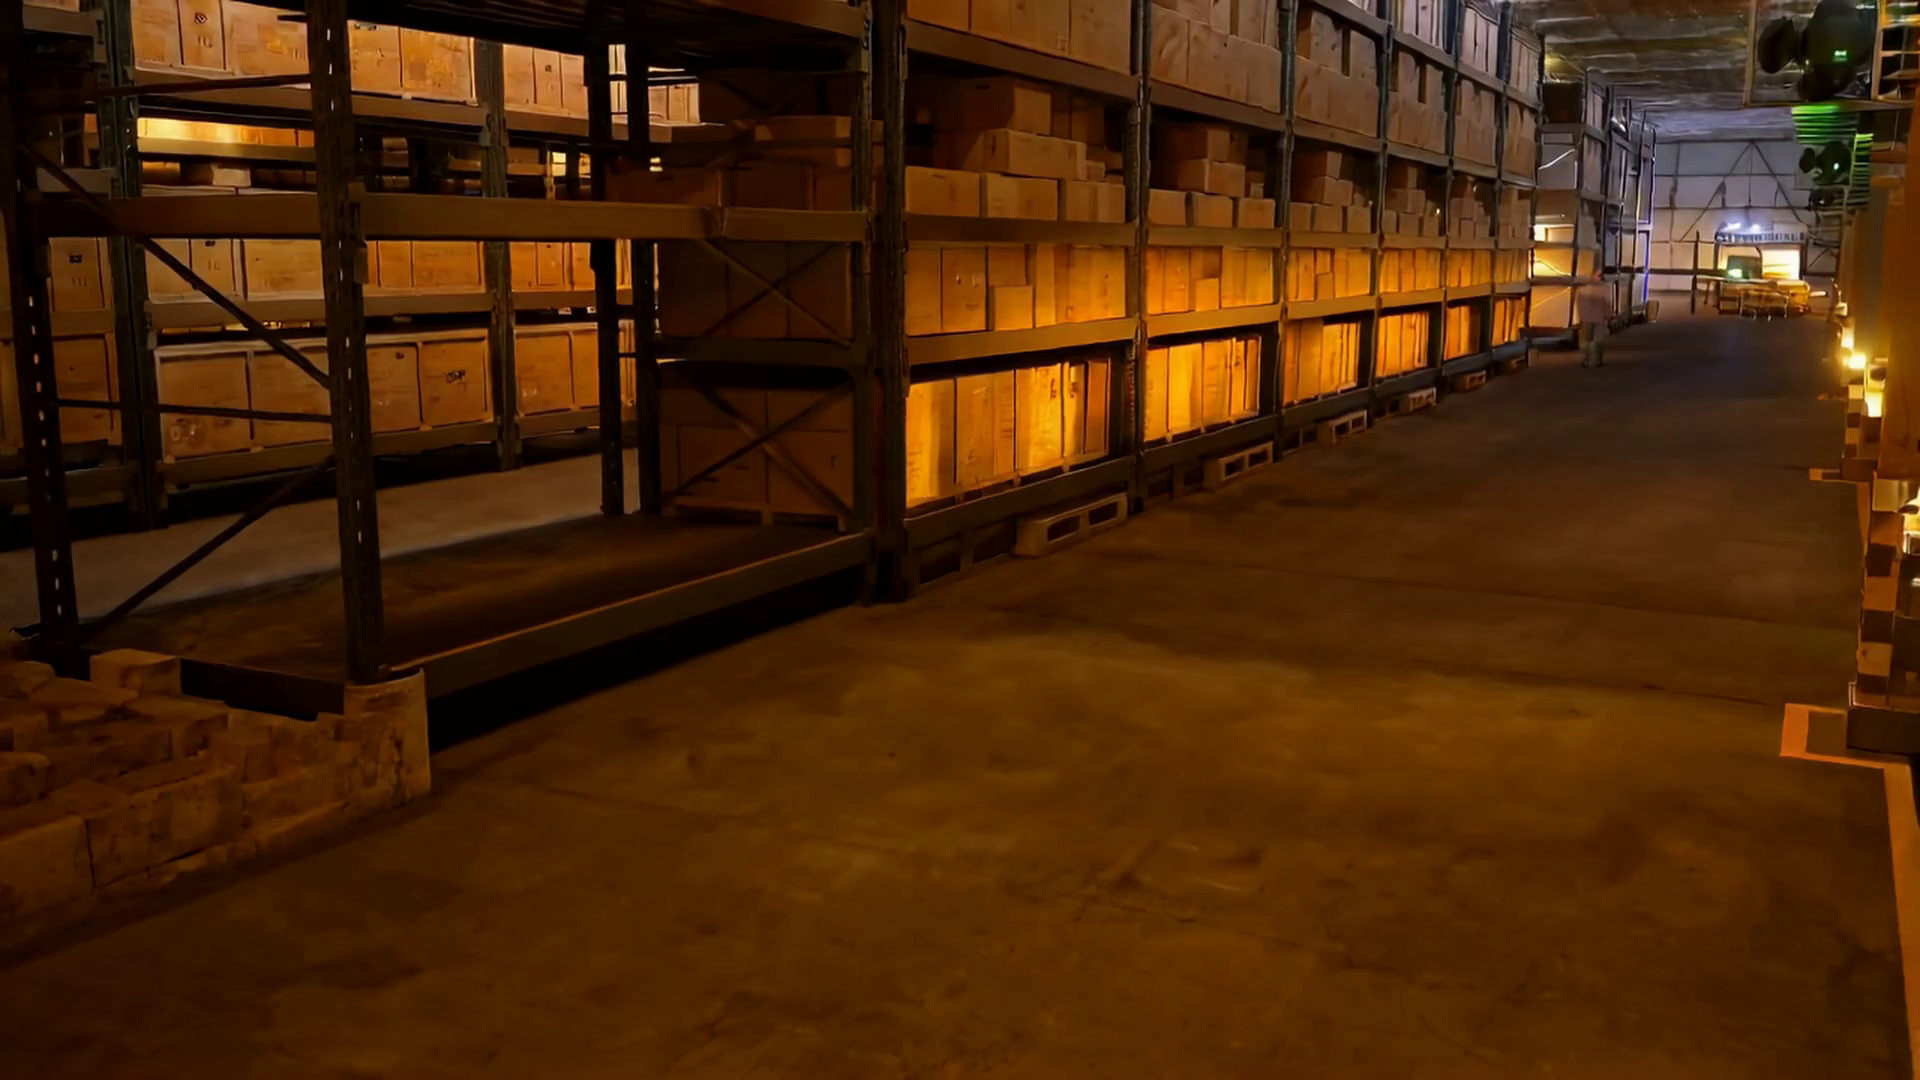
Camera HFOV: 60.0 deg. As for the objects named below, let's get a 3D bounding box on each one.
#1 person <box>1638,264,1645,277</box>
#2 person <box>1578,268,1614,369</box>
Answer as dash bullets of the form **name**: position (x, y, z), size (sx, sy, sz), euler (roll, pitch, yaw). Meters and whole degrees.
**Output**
- **person**: position (36.397, -13.963, 88.781), size (0.513, 1.637, 0.313), euler (3, 10, 17)
- **person**: position (11.987, -4.171, 31.337), size (0.645, 1.904, 0.401), euler (0, 10, 0)
